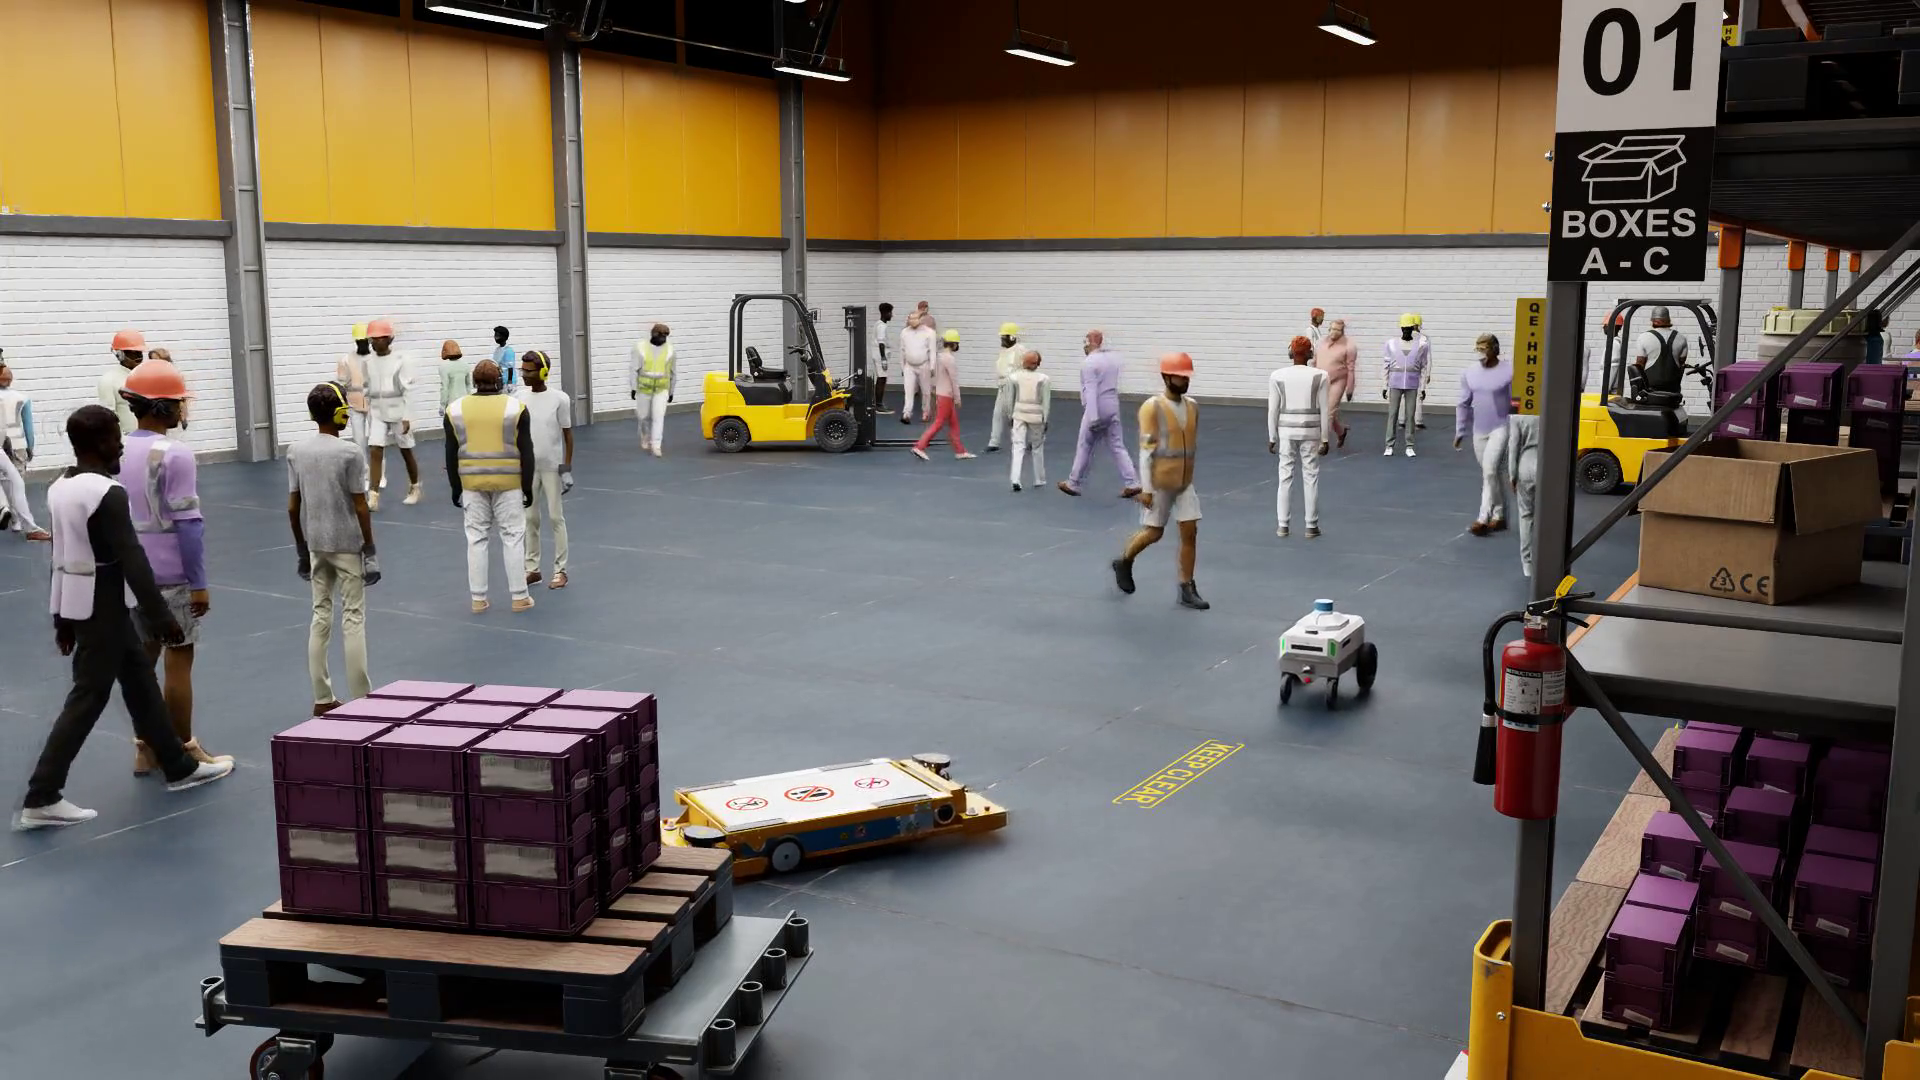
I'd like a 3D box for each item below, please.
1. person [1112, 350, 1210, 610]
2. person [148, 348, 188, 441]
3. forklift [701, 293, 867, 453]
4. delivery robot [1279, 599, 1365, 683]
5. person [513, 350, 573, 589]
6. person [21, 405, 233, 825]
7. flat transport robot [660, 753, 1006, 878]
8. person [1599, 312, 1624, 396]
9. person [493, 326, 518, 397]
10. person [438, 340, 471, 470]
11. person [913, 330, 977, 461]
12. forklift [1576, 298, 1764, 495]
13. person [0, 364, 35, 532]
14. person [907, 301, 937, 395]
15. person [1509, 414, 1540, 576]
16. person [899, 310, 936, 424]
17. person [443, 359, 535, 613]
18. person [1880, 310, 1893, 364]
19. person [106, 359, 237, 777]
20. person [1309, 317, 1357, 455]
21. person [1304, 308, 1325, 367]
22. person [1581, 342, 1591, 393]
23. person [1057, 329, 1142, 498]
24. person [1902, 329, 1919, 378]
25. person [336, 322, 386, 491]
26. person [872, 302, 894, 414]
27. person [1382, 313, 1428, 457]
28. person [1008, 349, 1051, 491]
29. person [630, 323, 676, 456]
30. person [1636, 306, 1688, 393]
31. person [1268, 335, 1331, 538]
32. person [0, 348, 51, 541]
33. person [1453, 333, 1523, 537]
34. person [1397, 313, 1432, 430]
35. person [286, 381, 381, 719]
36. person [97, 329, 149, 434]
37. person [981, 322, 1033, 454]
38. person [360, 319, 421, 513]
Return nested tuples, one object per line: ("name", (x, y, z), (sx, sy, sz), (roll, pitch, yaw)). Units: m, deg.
("person", (1.501, -0.462, 12.348), (0.552, 1.912, 0.849), (-6, 11, -34))
("person", (-9.014, -1.374, 18.892), (0.518, 1.627, 0.435), (2, 9, 10))
("forklift", (-2.458, -2.344, 23.176), (2.313, 2.155, 1.214), (0, 9, -2))
("delivery robot", (2.111, 0.589, 9.675), (0.477, 0.478, 0.707), (5, 10, 27))
("person", (-3.259, -0.545, 12.971), (0.514, 1.866, 0.332), (2, 9, 15))
("person", (-3.861, 0.322, 7.561), (0.977, 1.873, 0.600), (-8, 12, -42))
("flat transport robot", (-0.578, 1.175, 7.196), (1.431, 0.197, 0.652), (-5, 10, -28))
("person", (8.792, -2.110, 22.499), (0.343, 1.942, 0.548), (4, 10, 23))
("person", (-6.740, -2.328, 24.652), (0.321, 1.694, 0.537), (-6, 11, -34))
("person", (-6.304, -1.679, 20.769), (0.286, 1.631, 0.502), (5, 10, 28))
("person", (-0.224, -1.895, 21.843), (0.857, 1.728, 0.545), (-2, 9, -12))
("forklift", (7.954, -1.589, 18.462), (2.313, 2.155, 1.214), (5, 11, 30))
("person", (-9.008, -0.860, 15.685), (0.529, 1.621, 0.420), (-7, 12, -38))
("person", (-0.741, -3.867, 33.580), (0.651, 1.906, 0.402), (4, 10, 25))
("person", (4.627, -0.535, 13.311), (0.493, 1.722, 0.646), (5, 10, 29))
("person", (-0.700, -2.826, 27.231), (0.655, 1.855, 0.991), (2, 9, 13))
("person", (-3.394, -0.388, 12.064), (0.624, 1.844, 0.430), (-1, 9, -4))
("person", (13.498, -2.432, 24.520), (0.372, 1.940, 0.631), (-1, 9, -7))
("person", (-3.856, 0.151, 8.069), (0.609, 2.043, 0.397), (5, 10, 28))
("person", (5.108, -2.107, 22.705), (0.812, 1.871, 0.660), (-8, 12, -40))
("person", (5.881, -2.914, 27.693), (0.355, 1.887, 0.572), (4, 10, 22))
("person", (8.540, -2.172, 23.473), (0.630, 1.773, 1.012), (7, 12, 39))
("person", (1.546, -1.372, 18.225), (1.021, 1.857, 0.688), (7, 12, 38))
("person", (11.028, -1.533, 19.222), (0.388, 1.837, 0.564), (2, 9, 10))
("person", (-6.708, -1.493, 18.759), (0.599, 1.911, 0.429), (-2, 9, -14))
("person", (-1.356, -3.199, 29.269), (0.404, 1.954, 0.619), (-1, 9, -3))
("person", (5.970, -2.078, 22.339), (0.585, 1.929, 0.371), (2, 9, 12))
("person", (0.767, -1.363, 18.924), (0.524, 1.604, 0.839), (3, 10, 17))
("person", (-4.180, -2.053, 22.642), (0.653, 1.801, 0.802), (-3, 9, -16))
("person", (9.396, -2.152, 22.452), (0.688, 2.000, 0.536), (0, 9, -2))
("person", (3.161, -0.960, 15.495), (0.572, 1.886, 0.356), (3, 10, 18))
("person", (-8.820, -0.867, 15.119), (0.959, 1.830, 0.536), (-4, 10, -22))
("person", (4.940, -0.987, 15.624), (0.892, 1.892, 0.636), (-7, 11, -37))
("person", (7.136, -2.649, 26.209), (0.600, 1.827, 0.404), (6, 11, 31))
("person", (-3.421, 0.067, 9.132), (0.518, 1.874, 0.330), (3, 10, 17))
("person", (-6.977, -0.785, 14.064), (0.396, 1.993, 0.618), (2, 9, 11))
("person", (0.709, -2.076, 22.718), (0.821, 1.806, 0.602), (-6, 11, -32))
("person", (-5.937, -1.296, 17.288), (0.628, 1.996, 1.040), (1, 9, 8))
